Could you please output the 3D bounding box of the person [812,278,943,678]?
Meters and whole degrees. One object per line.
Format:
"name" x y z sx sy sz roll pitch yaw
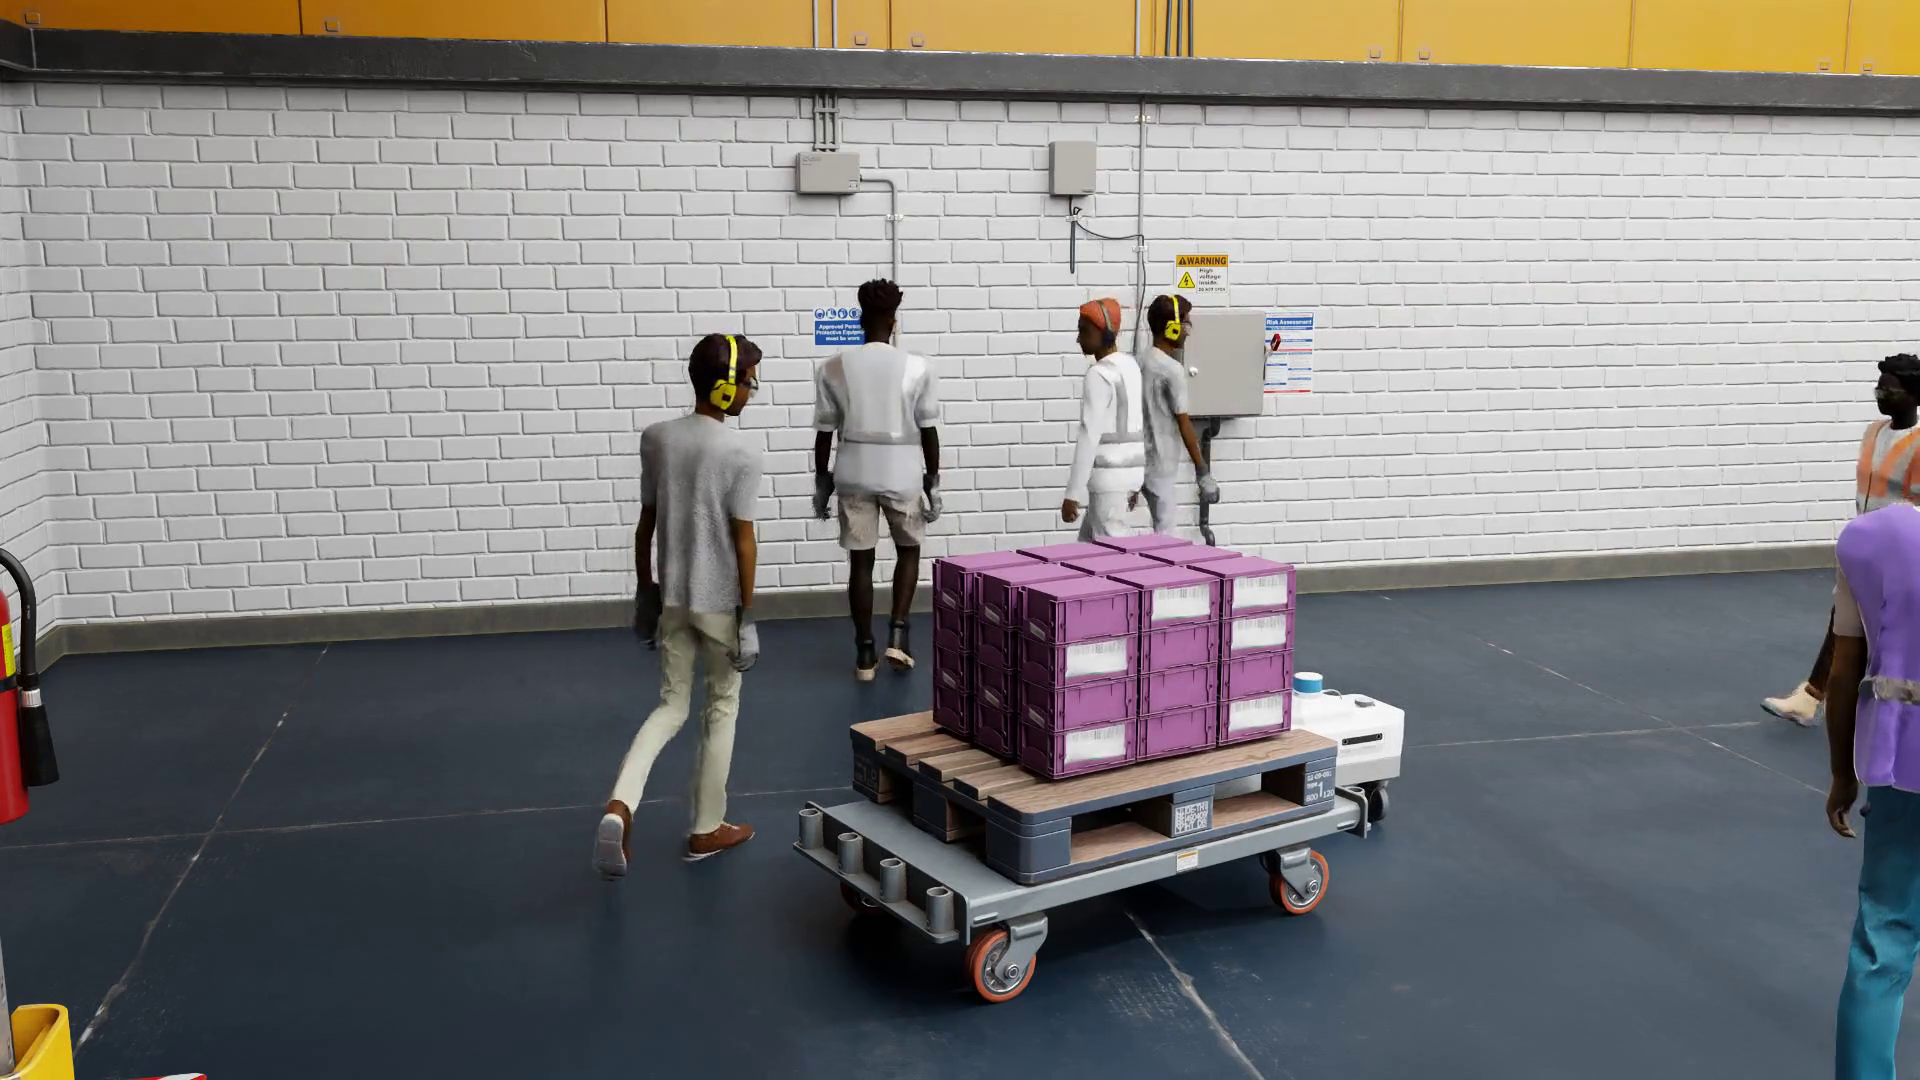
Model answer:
"person" -0.408 -0.291 8.084 0.650 1.942 0.432 0 10 2

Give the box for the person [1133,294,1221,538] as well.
"person" 1.128 -0.346 8.699 0.524 1.856 0.510 -3 11 -15

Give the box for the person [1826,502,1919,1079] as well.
"person" 2.179 0.562 3.651 0.390 1.847 0.563 -8 13 -39

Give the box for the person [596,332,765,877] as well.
"person" -0.904 0.235 5.507 0.530 1.837 0.699 5 11 26

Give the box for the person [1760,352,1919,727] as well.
"person" 3.989 0.025 7.151 0.895 1.644 0.548 -1 10 -7

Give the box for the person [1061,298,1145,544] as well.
"person" 0.613 -0.289 8.394 0.804 1.839 0.622 4 11 22

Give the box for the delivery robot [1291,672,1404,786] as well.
"delivery robot" 1.263 0.726 6.064 0.707 0.478 0.477 -5 11 -25
